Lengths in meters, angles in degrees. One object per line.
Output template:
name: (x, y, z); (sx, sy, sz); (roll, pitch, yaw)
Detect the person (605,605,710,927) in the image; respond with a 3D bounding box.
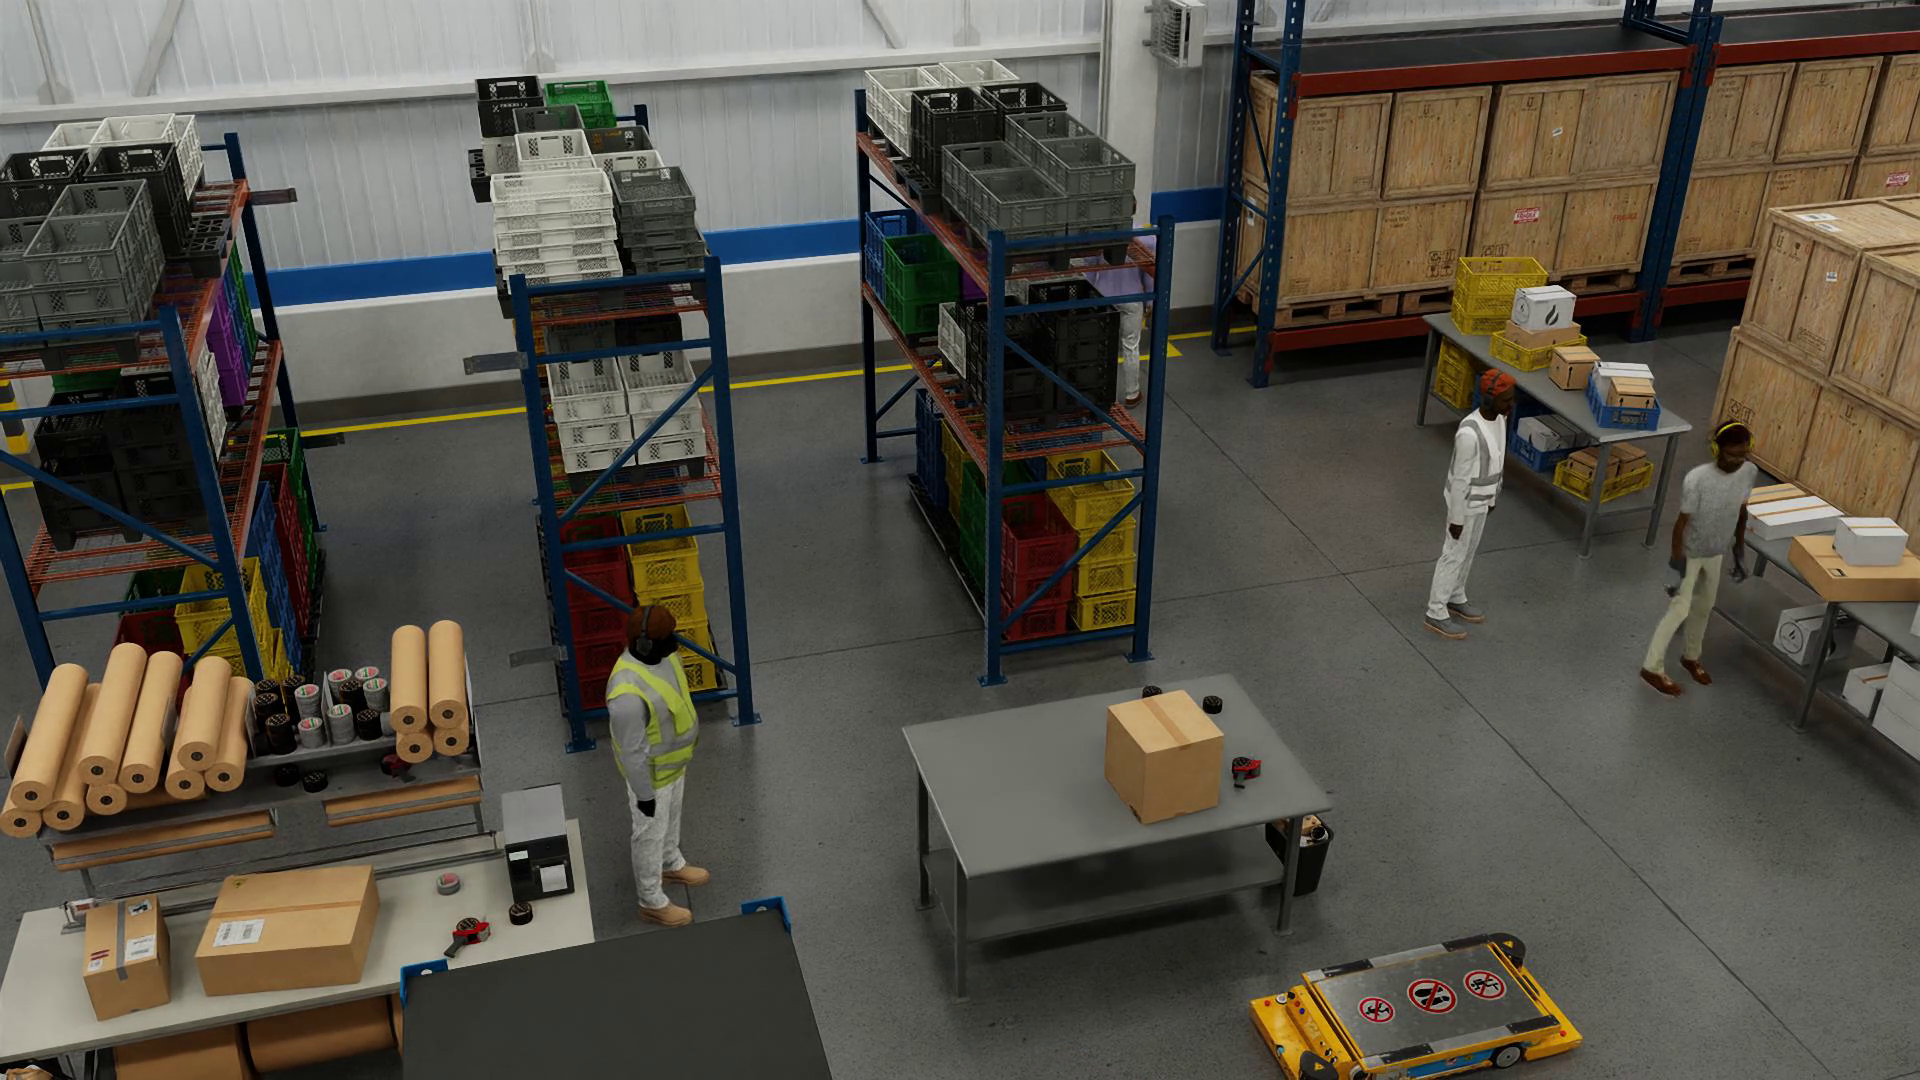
person: (-1.535, 1.128, 8.475); (0.429, 1.836, 0.631); (4, 29, 7)

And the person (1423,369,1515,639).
person: (3.360, -0.249, 10.933); (0.344, 1.878, 0.581); (20, 35, 32)

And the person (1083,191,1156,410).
person: (1.347, -2.041, 14.135); (0.627, 1.934, 0.372); (6, 29, 10)

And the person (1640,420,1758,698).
person: (4.649, 0.093, 10.327); (0.601, 1.864, 0.365); (-10, 30, -17)

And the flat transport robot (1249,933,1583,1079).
flat transport robot: (2.184, 2.282, 7.980); (1.431, 0.197, 0.652); (-8, 30, -14)
